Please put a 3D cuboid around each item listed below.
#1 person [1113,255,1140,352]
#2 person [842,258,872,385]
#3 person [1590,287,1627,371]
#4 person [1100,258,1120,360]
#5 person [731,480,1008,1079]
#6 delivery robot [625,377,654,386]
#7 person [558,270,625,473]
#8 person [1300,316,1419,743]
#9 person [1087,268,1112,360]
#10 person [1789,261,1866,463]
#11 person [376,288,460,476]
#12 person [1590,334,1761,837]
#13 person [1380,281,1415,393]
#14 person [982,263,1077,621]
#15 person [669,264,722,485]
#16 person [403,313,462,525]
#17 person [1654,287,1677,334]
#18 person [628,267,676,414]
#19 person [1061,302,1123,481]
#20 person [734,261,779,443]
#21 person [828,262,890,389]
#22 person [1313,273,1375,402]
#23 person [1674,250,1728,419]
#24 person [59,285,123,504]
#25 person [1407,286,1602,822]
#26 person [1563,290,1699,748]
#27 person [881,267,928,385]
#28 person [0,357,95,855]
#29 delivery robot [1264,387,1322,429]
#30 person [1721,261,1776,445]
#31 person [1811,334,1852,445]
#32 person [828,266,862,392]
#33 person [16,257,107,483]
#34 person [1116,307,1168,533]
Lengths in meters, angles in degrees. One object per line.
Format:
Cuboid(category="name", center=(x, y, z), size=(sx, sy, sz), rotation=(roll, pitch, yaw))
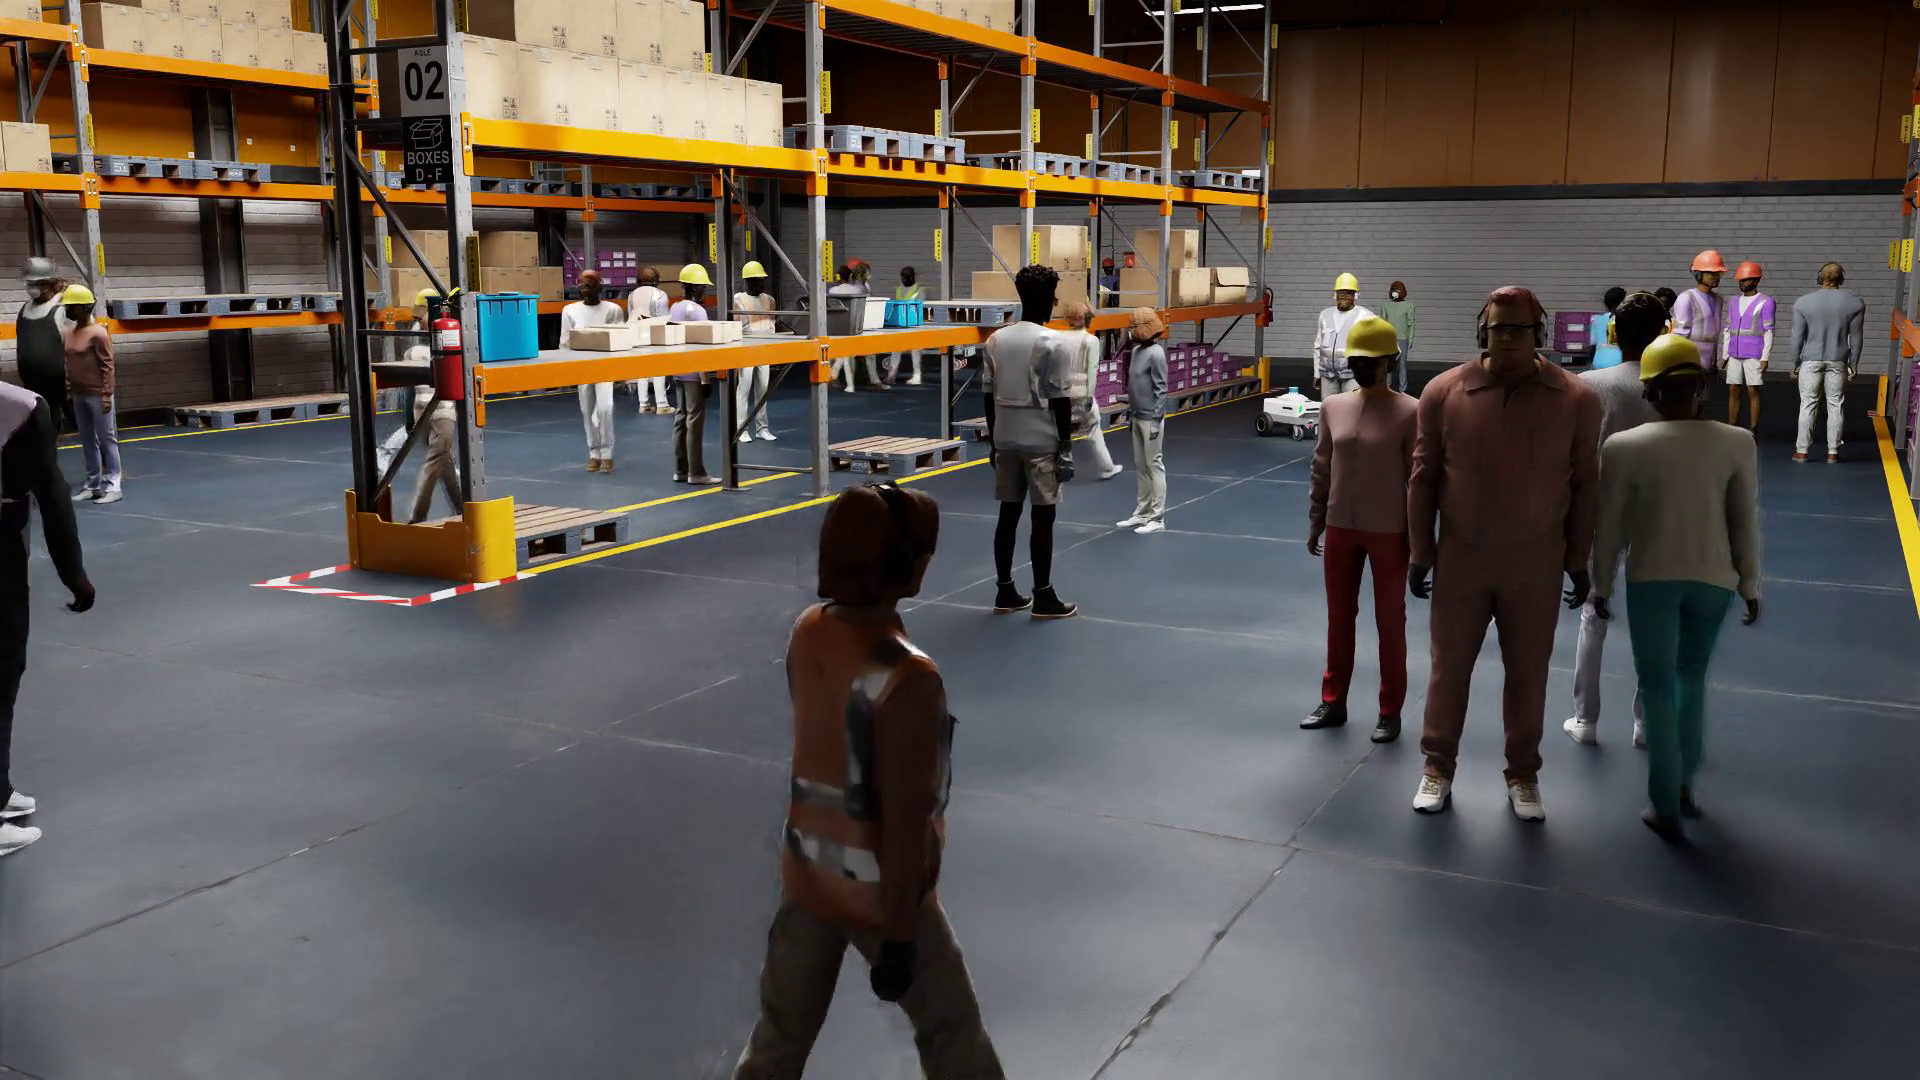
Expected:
Cuboid(category="person", center=(2.508, -3.180, 24.413), size=(0.612, 1.995, 0.393), rotation=(-6, 11, -30))
Cuboid(category="person", center=(-1.586, -3.344, 25.530), size=(0.358, 1.937, 0.548), rotation=(-8, 12, -37))
Cuboid(category="person", center=(6.951, -1.832, 17.599), size=(0.838, 1.648, 0.541), rotation=(-2, 10, -12))
Cuboid(category="person", center=(2.717, -4.173, 30.351), size=(0.544, 1.933, 0.376), rotation=(-8, 12, -38))
Cuboid(category="person", center=(-0.158, 0.673, 3.282), size=(0.901, 1.588, 0.520), rotation=(-7, 12, -34))
Cuboid(category="delivery robot", center=(-4.541, -2.402, 23.806), size=(0.707, 0.478, 0.477), rotation=(-5, 11, -28))
Cuboid(category="person", center=(-3.394, -1.530, 15.244), size=(0.589, 1.865, 0.666), rotation=(1, 10, 3))
Cuboid(category="person", center=(1.685, -0.043, 6.925), size=(0.533, 1.766, 0.316), rotation=(8, 13, 39))
Cuboid(category="person", center=(1.797, -2.842, 22.951), size=(0.621, 1.835, 0.430), rotation=(-1, 10, -3))
Cuboid(category="person", center=(8.329, -1.702, 16.026), size=(0.630, 1.940, 0.370), rotation=(4, 11, 21))
Cuboid(category="person", center=(-4.867, -1.395, 14.913), size=(0.782, 1.715, 0.502), rotation=(-1, 10, -8))
Cuboid(category="person", center=(2.517, 0.144, 5.905), size=(0.540, 1.728, 0.683), rotation=(1, 10, 7))
Cuboid(category="person", center=(6.060, -2.775, 23.118), size=(0.508, 1.631, 0.271), rotation=(7, 12, 34))
Cuboid(category="person", center=(0.391, -0.540, 9.214), size=(0.609, 1.964, 0.367), rotation=(10, 14, 44))
Cuboid(category="person", center=(-2.338, -1.448, 14.586), size=(0.388, 1.926, 0.590), rotation=(-7, 12, -35))
Cuboid(category="person", center=(-3.880, -0.900, 12.387), size=(0.536, 1.592, 0.877), rotation=(4, 11, 22))
Cuboid(category="person", center=(6.915, -1.640, 16.401), size=(0.542, 1.691, 0.468), rotation=(7, 12, 37))
Cuboid(category="person", center=(-3.868, -2.508, 20.970), size=(0.636, 1.841, 0.429), rotation=(6, 11, 30))
Cuboid(category="person", center=(1.042, -1.278, 14.579), size=(0.530, 1.591, 0.875), rotation=(9, 14, 43))
Cuboid(category="person", center=(-2.208, -2.013, 17.845), size=(0.594, 1.929, 0.352), rotation=(-8, 13, -40))
Cuboid(category="person", center=(-1.556, -3.185, 24.736), size=(0.962, 1.902, 0.628), rotation=(2, 10, 11))
Cuboid(category="person", center=(3.565, -1.568, 15.537), size=(0.600, 1.836, 0.404), rotation=(7, 12, 37))
Cuboid(category="person", center=(6.744, -1.605, 15.161), size=(0.609, 2.044, 0.397), rotation=(-7, 12, -34))
Cuboid(category="person", center=(-7.042, -1.170, 13.441), size=(0.525, 1.769, 0.327), rotation=(6, 11, 29))
Cuboid(category="person", center=(1.923, 0.058, 5.930), size=(0.646, 1.907, 0.401), rotation=(3, 10, 15))
Cuboid(category="person", center=(2.726, -0.077, 6.815), size=(0.530, 1.871, 0.323), rotation=(3, 10, 17))
Cuboid(category="person", center=(-0.847, -3.249, 25.370), size=(0.637, 1.801, 0.878), rotation=(7, 12, 34))
Cuboid(category="person", center=(-3.304, 0.111, 5.663), size=(0.587, 1.898, 0.686), rotation=(2, 10, 12))
Cuboid(category="delivery robot", center=(3.635, -1.426, 18.153), size=(0.477, 0.478, 0.707), rotation=(-5, 11, -25))
Cuboid(category="person", center=(8.262, -1.959, 17.516), size=(0.375, 1.935, 0.551), rotation=(-5, 11, -28))
Cuboid(category="person", center=(9.194, -1.813, 17.581), size=(0.495, 1.626, 0.285), rotation=(3, 10, 19))
Cuboid(category="person", center=(-1.683, -3.080, 24.328), size=(0.493, 1.834, 0.724), rotation=(-5, 11, -24))
Cuboid(category="person", center=(-7.692, -1.446, 14.249), size=(0.678, 2.000, 0.955), rotation=(2, 10, 12))
Cuboid(category="person", center=(1.341, -0.865, 12.058), size=(0.289, 1.633, 0.501), rotation=(-3, 10, -16))
